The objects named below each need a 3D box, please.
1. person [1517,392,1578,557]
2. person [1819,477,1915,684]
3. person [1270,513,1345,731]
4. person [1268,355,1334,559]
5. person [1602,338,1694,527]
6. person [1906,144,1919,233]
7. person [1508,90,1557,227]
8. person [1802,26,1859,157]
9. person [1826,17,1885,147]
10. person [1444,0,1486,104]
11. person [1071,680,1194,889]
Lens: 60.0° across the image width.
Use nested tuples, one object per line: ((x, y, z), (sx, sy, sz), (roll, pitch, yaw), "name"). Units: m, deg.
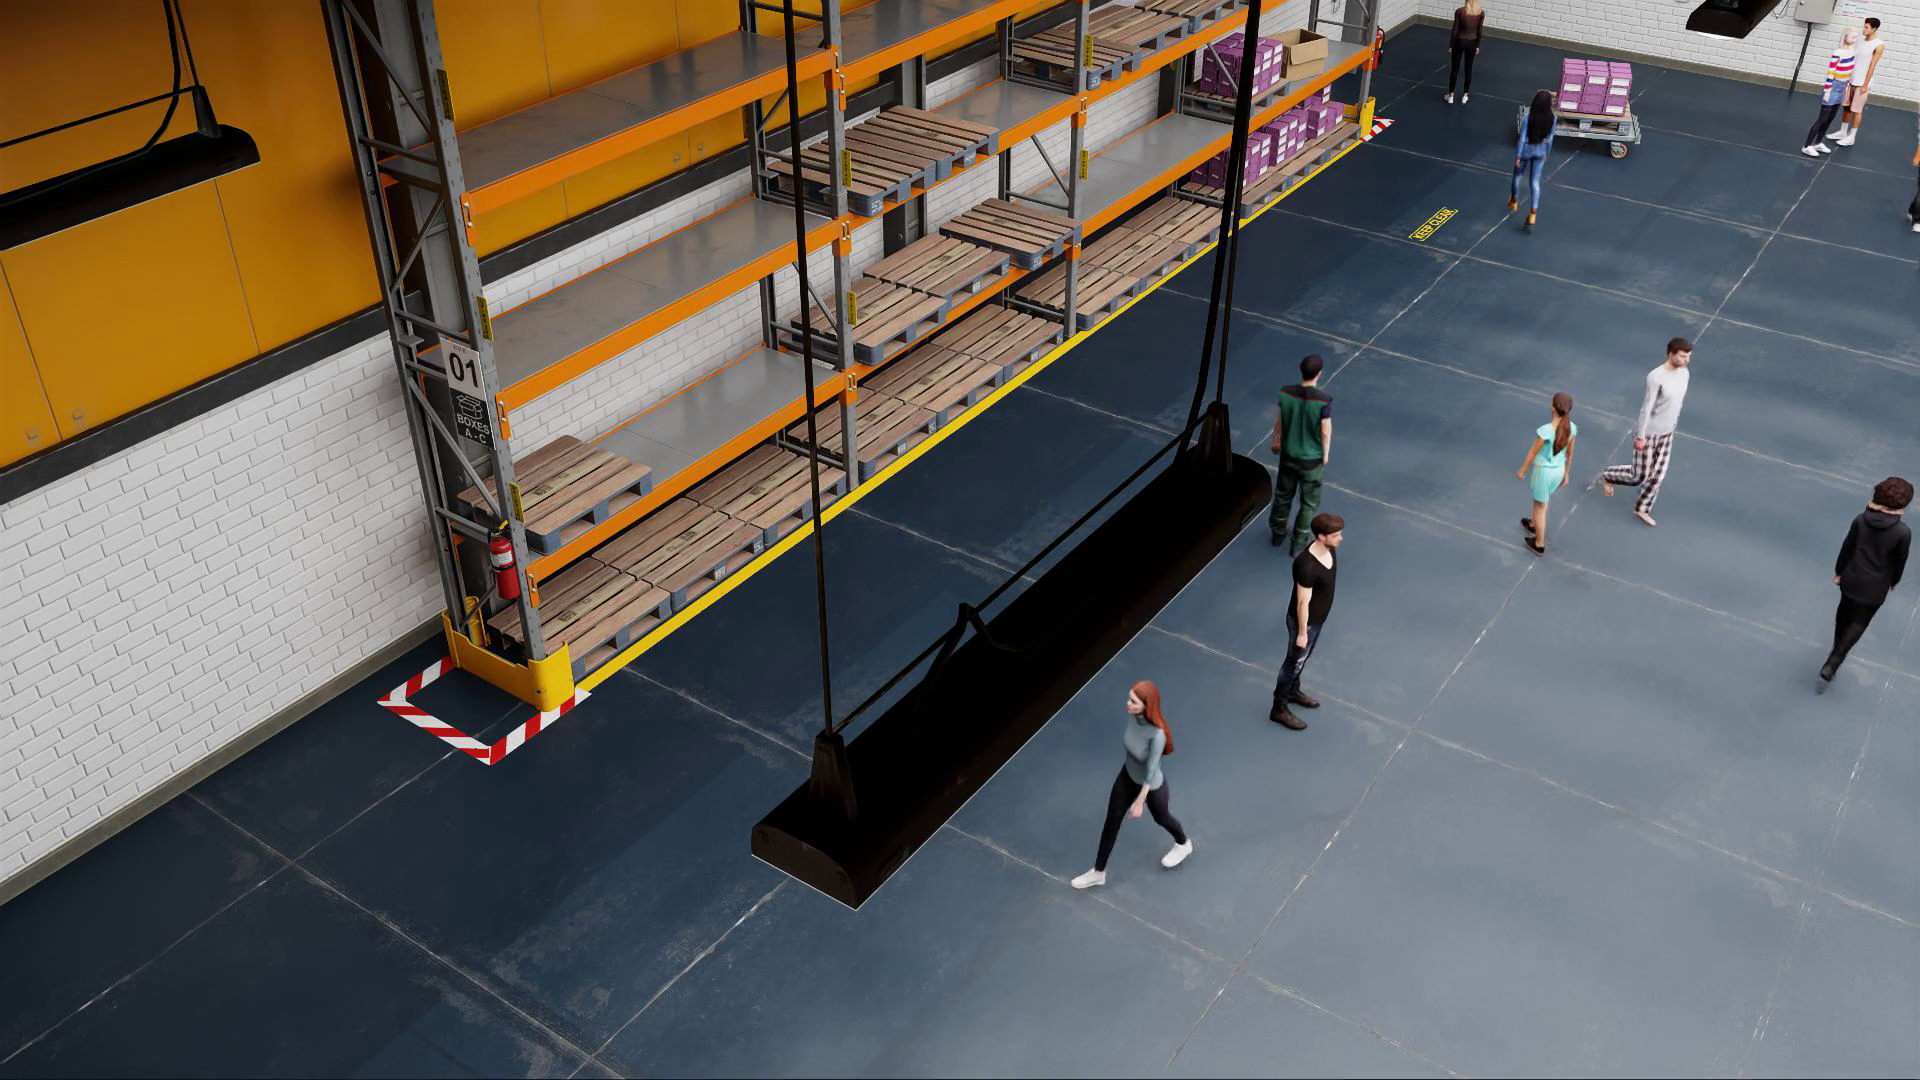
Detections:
((5.271, -0.560, 14.815), (0.805, 1.541, 0.837), (-12, 35, -17), "person")
((7.207, 0.346, 13.262), (1.165, 1.751, 0.778), (-26, 42, -34), "person")
((2.655, 0.588, 12.770), (0.727, 1.892, 0.508), (18, 38, 25), "person")
((3.028, -0.747, 14.783), (0.731, 1.886, 0.649), (24, 40, 31), "person")
((6.321, -1.039, 15.269), (0.935, 1.834, 0.938), (-14, 36, -20), "person")
((12.327, -4.832, 21.020), (0.930, 1.786, 1.136), (6, 34, 8), "person")
((7.274, -4.799, 21.081), (1.054, 1.664, 1.263), (2, 34, 3), "person")
((12.158, -6.249, 23.135), (0.597, 1.804, 0.769), (-20, 39, -27), "person")
((12.743, -6.493, 23.524), (0.788, 1.780, 0.736), (-7, 34, -10), "person")
((7.590, -7.440, 25.019), (0.678, 1.703, 0.676), (2, 34, 4), "person")
((1.324, 1.669, 11.319), (1.237, 1.697, 0.942), (-16, 37, -23), "person")
